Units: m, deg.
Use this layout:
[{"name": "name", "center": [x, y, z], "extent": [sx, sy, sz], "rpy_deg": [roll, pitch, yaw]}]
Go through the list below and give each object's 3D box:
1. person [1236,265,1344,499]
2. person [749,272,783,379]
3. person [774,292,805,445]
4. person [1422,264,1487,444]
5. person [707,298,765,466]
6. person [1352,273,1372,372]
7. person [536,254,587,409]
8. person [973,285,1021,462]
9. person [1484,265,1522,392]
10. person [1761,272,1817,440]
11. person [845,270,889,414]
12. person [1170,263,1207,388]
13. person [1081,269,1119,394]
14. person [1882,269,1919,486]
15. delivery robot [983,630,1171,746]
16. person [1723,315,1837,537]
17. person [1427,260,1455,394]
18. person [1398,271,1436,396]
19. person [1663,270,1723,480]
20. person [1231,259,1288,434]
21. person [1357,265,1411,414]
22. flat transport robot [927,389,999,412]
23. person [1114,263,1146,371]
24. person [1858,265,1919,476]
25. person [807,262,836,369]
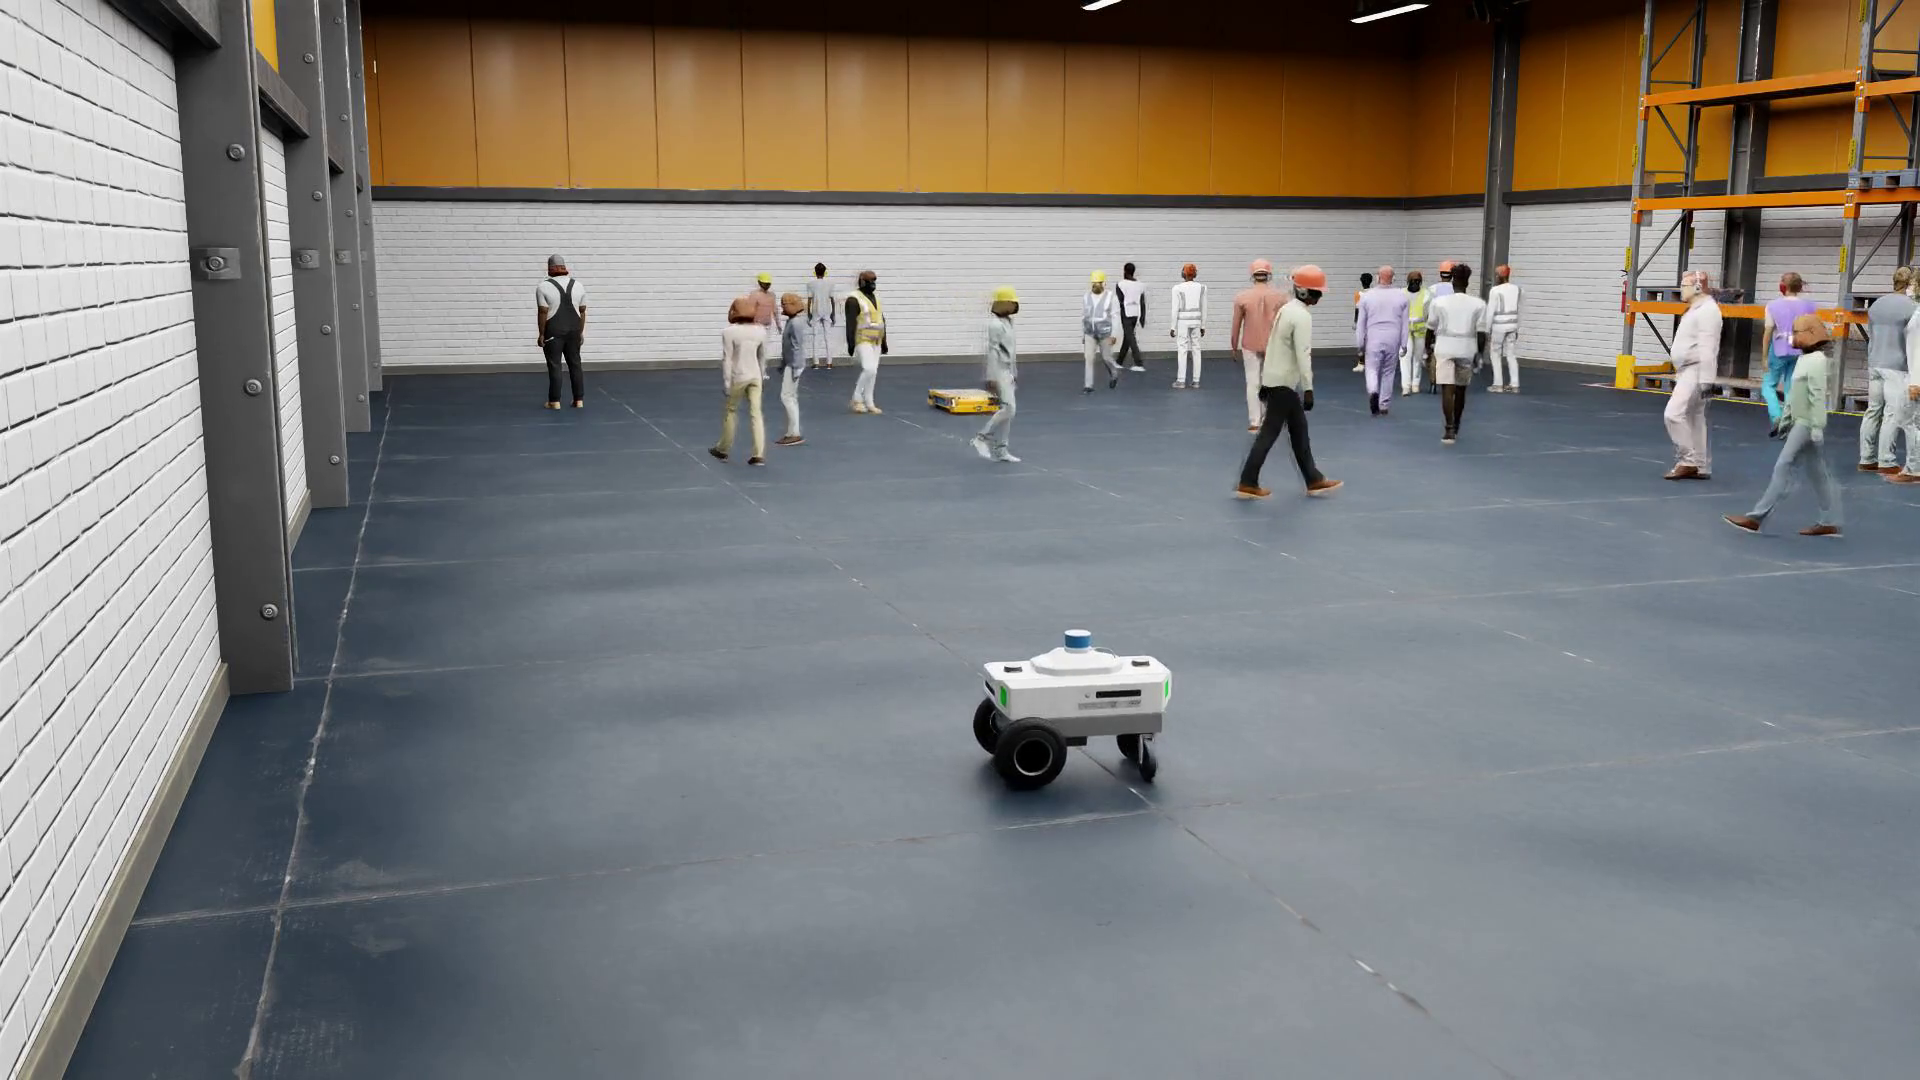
[{"name": "person", "center": [2.772, -1.288, 13.734], "extent": [0.988, 1.927, 0.658], "rpy_deg": [0, 10, -1]}, {"name": "person", "center": [-3.158, -3.450, 26.811], "extent": [0.518, 1.734, 0.546], "rpy_deg": [8, 13, 39]}, {"name": "person", "center": [-1.821, -1.820, 17.716], "extent": [0.353, 1.632, 0.521], "rpy_deg": [-2, 10, -9]}, {"name": "person", "center": [5.358, -2.023, 18.051], "extent": [0.617, 1.910, 0.991], "rpy_deg": [1, 10, 5]}, {"name": "person", "center": [-2.141, -1.533, 16.124], "extent": [0.532, 1.593, 0.804], "rpy_deg": [-8, 13, -39]}, {"name": "person", "center": [6.992, -3.744, 28.647], "extent": [0.537, 1.697, 0.320], "rpy_deg": [-5, 11, -24]}, {"name": "person", "center": [-5.283, -2.749, 21.900], "extent": [0.684, 2.000, 0.536], "rpy_deg": [-8, 12, -38]}, {"name": "person", "center": [0.422, -1.605, 16.185], "extent": [0.392, 1.731, 0.487], "rpy_deg": [3, 10, 19]}, {"name": "person", "center": [7.933, -3.073, 24.322], "extent": [0.631, 1.856, 0.422], "rpy_deg": [-4, 11, -23]}, {"name": "person", "center": [9.030, -2.001, 18.165], "extent": [0.561, 1.833, 0.433], "rpy_deg": [0, 10, 2]}, {"name": "person", "center": [-1.158, -2.492, 21.043], "extent": [0.453, 1.830, 0.630], "rpy_deg": [6, 11, 30]}, {"name": "person", "center": [3.461, -3.243, 25.216], "extent": [0.575, 1.883, 0.355], "rpy_deg": [-3, 10, -17]}, {"name": "person", "center": [2.061, -3.041, 24.284], "extent": [0.597, 1.812, 0.754], "rpy_deg": [5, 11, 26]}, {"name": "person", "center": [8.433, -1.420, 14.544], "extent": [0.485, 1.917, 0.644], "rpy_deg": [6, 11, 30]}, {"name": "delivery robot", "center": [0.461, 0.598, 6.548], "extent": [0.707, 0.478, 0.477], "rpy_deg": [-2, 10, -11]}, {"name": "person", "center": [5.972, -0.812, 11.973], "extent": [0.825, 1.596, 0.522], "rpy_deg": [4, 10, 20]}, {"name": "person", "center": [6.999, -3.068, 24.044], "extent": [0.551, 1.935, 0.375], "rpy_deg": [3, 10, 17]}, {"name": "person", "center": [6.577, -3.000, 24.099], "extent": [0.629, 1.796, 0.954], "rpy_deg": [3, 10, 17]}, {"name": "person", "center": [6.501, -1.463, 14.889], "extent": [0.556, 1.885, 0.683], "rpy_deg": [3, 10, 14]}, {"name": "person", "center": [3.407, -2.211, 19.020], "extent": [0.624, 1.962, 0.831], "rpy_deg": [0, 10, 1]}, {"name": "person", "center": [5.316, -2.498, 20.897], "extent": [0.650, 1.887, 0.709], "rpy_deg": [2, 10, 10]}, {"name": "flat transport robot", "center": [0.054, -1.824, 21.663], "extent": [0.652, 0.197, 1.431], "rpy_deg": [-3, 10, -15]}, {"name": "person", "center": [2.926, -3.897, 29.062], "extent": [0.595, 1.865, 0.988], "rpy_deg": [-8, 13, -38]}, {"name": "person", "center": [8.561, -1.546, 15.273], "extent": [0.367, 1.932, 0.623], "rpy_deg": [-2, 10, -12]}, {"name": "person", "center": [-2.448, -3.942, 29.312], "extent": [0.513, 1.868, 0.328], "rpy_deg": [-2, 10, -10]}]
